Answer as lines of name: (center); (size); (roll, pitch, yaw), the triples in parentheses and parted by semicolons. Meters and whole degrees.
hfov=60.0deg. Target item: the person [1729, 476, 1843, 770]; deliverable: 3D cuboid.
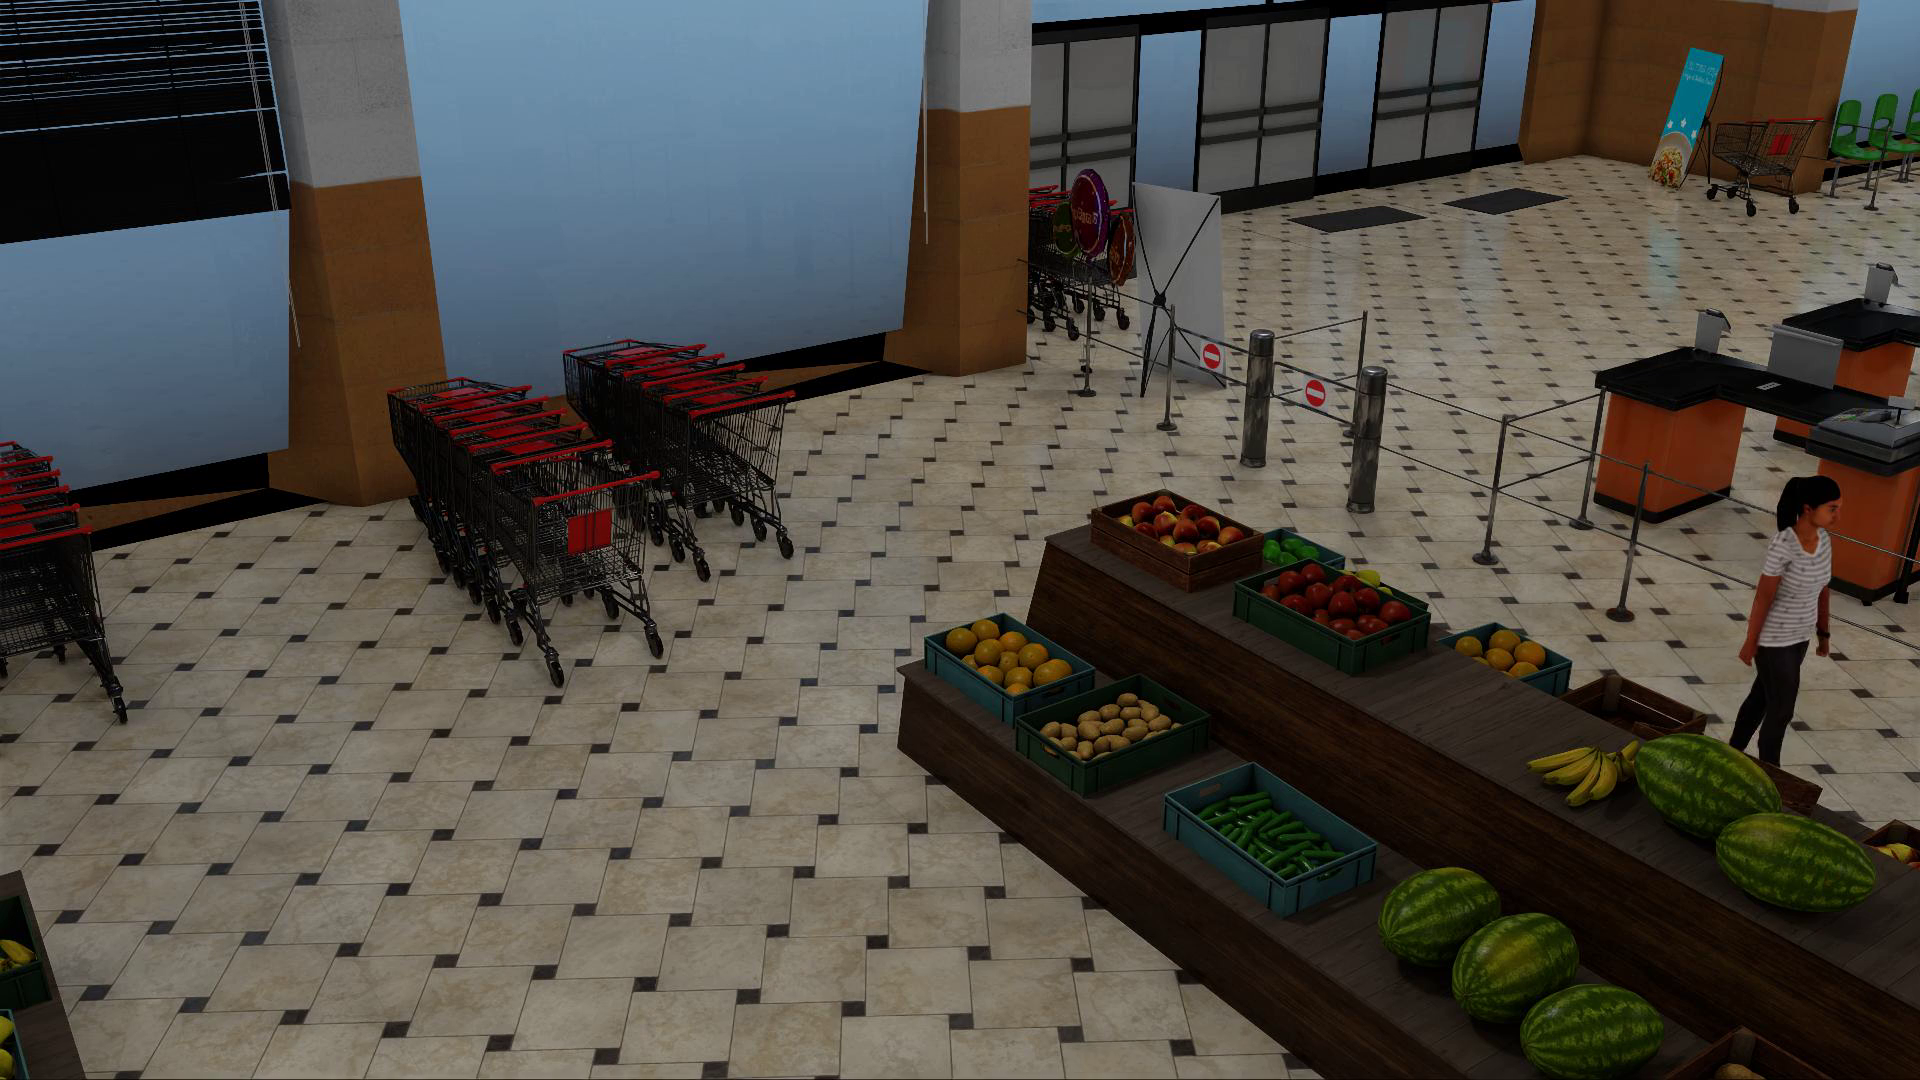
person: (3.903, 0.443, 8.050); (0.597, 1.628, 0.739); (-14, 27, -30)
